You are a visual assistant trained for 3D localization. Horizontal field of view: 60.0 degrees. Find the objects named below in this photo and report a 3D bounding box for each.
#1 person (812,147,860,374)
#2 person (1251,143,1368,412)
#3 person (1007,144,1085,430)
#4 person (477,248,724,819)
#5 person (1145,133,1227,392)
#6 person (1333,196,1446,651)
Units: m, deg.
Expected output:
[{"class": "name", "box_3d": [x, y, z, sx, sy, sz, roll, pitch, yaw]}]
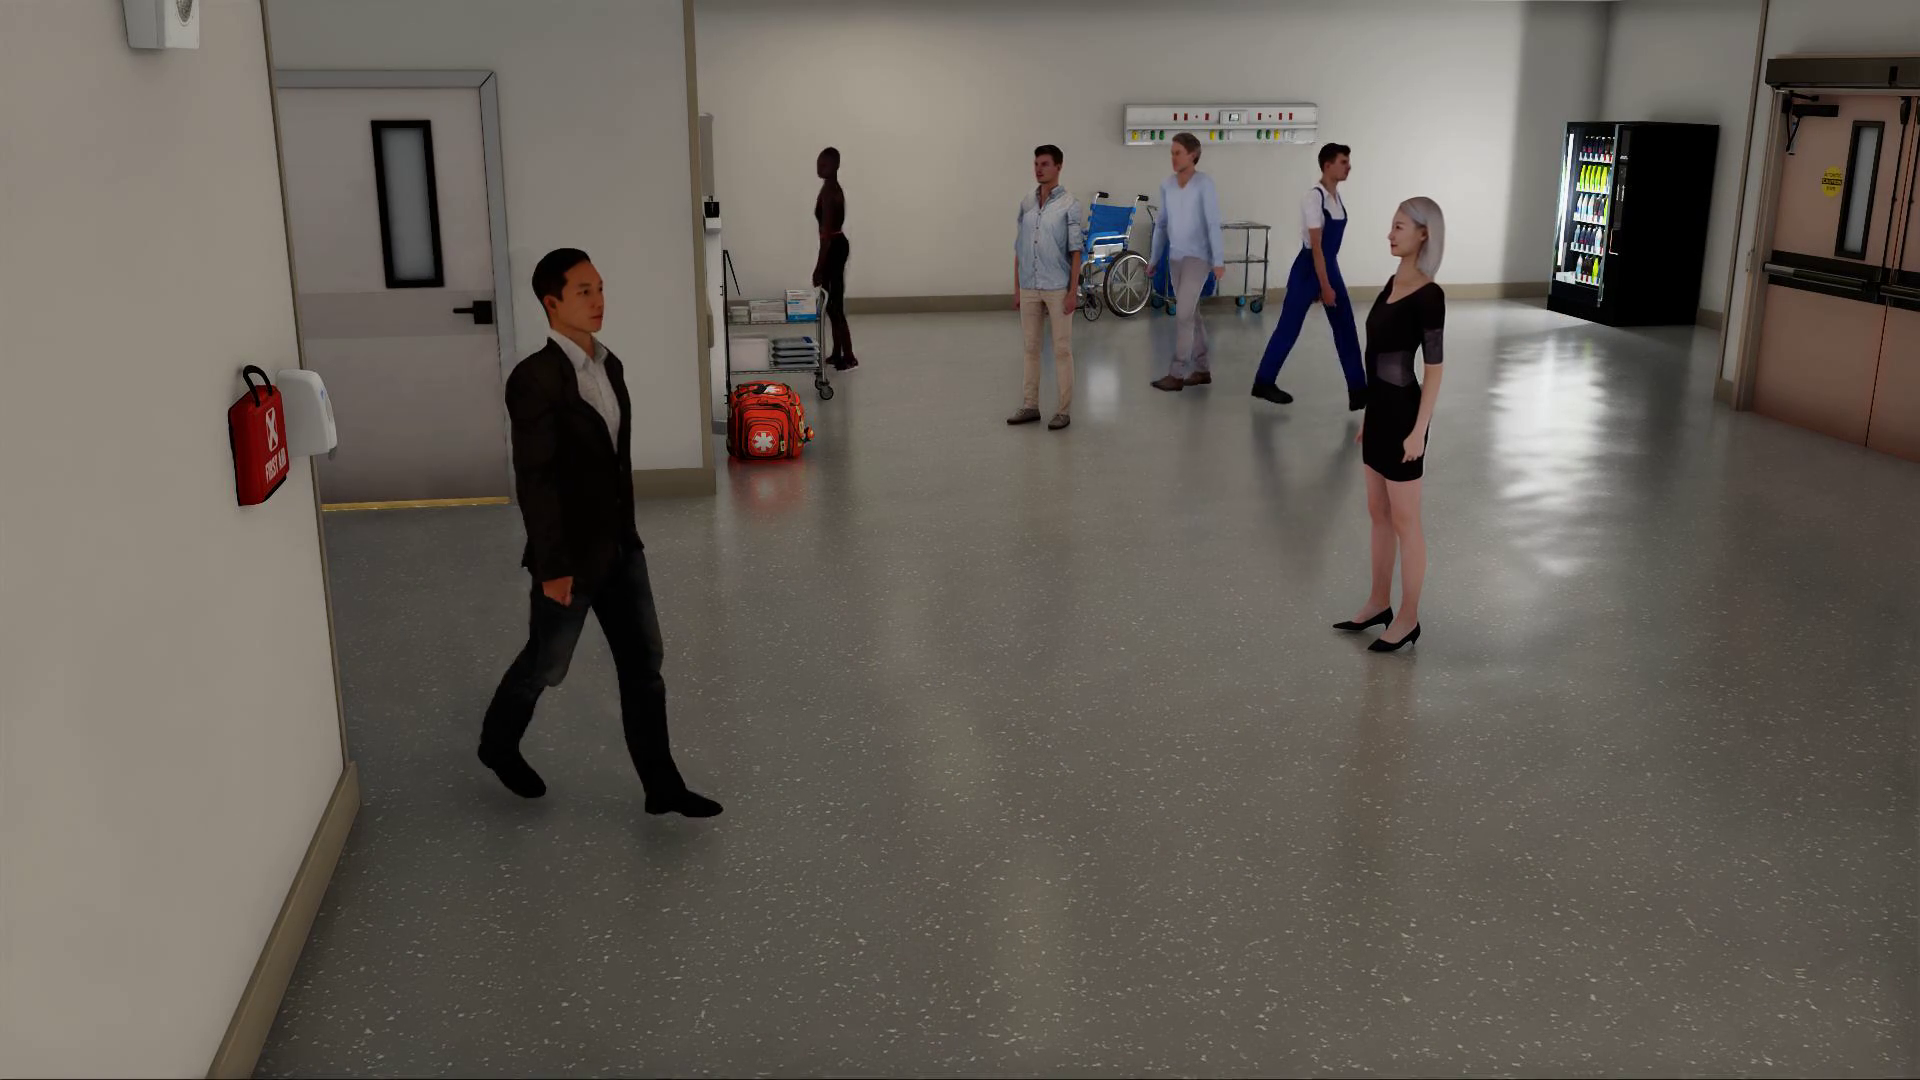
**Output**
[{"class": "person", "box_3d": [-0.979, -2.193, 13.058, 0.855, 1.734, 0.596, 4, 16, 15]}, {"class": "person", "box_3d": [2.366, -1.779, 11.464, 1.298, 1.802, 1.159, 13, 20, 39]}, {"class": "person", "box_3d": [0.582, -1.685, 11.048, 0.723, 1.847, 0.773, 10, 19, 32]}, {"class": "person", "box_3d": [-1.250, 0.018, 5.151, 1.186, 1.770, 1.212, 7, 17, 25]}, {"class": "person", "box_3d": [1.753, -2.018, 12.215, 1.028, 1.856, 1.062, -13, 21, -39]}, {"class": "person", "box_3d": [1.776, -0.464, 6.748, 0.660, 1.830, 0.452, -4, 16, -14]}]
